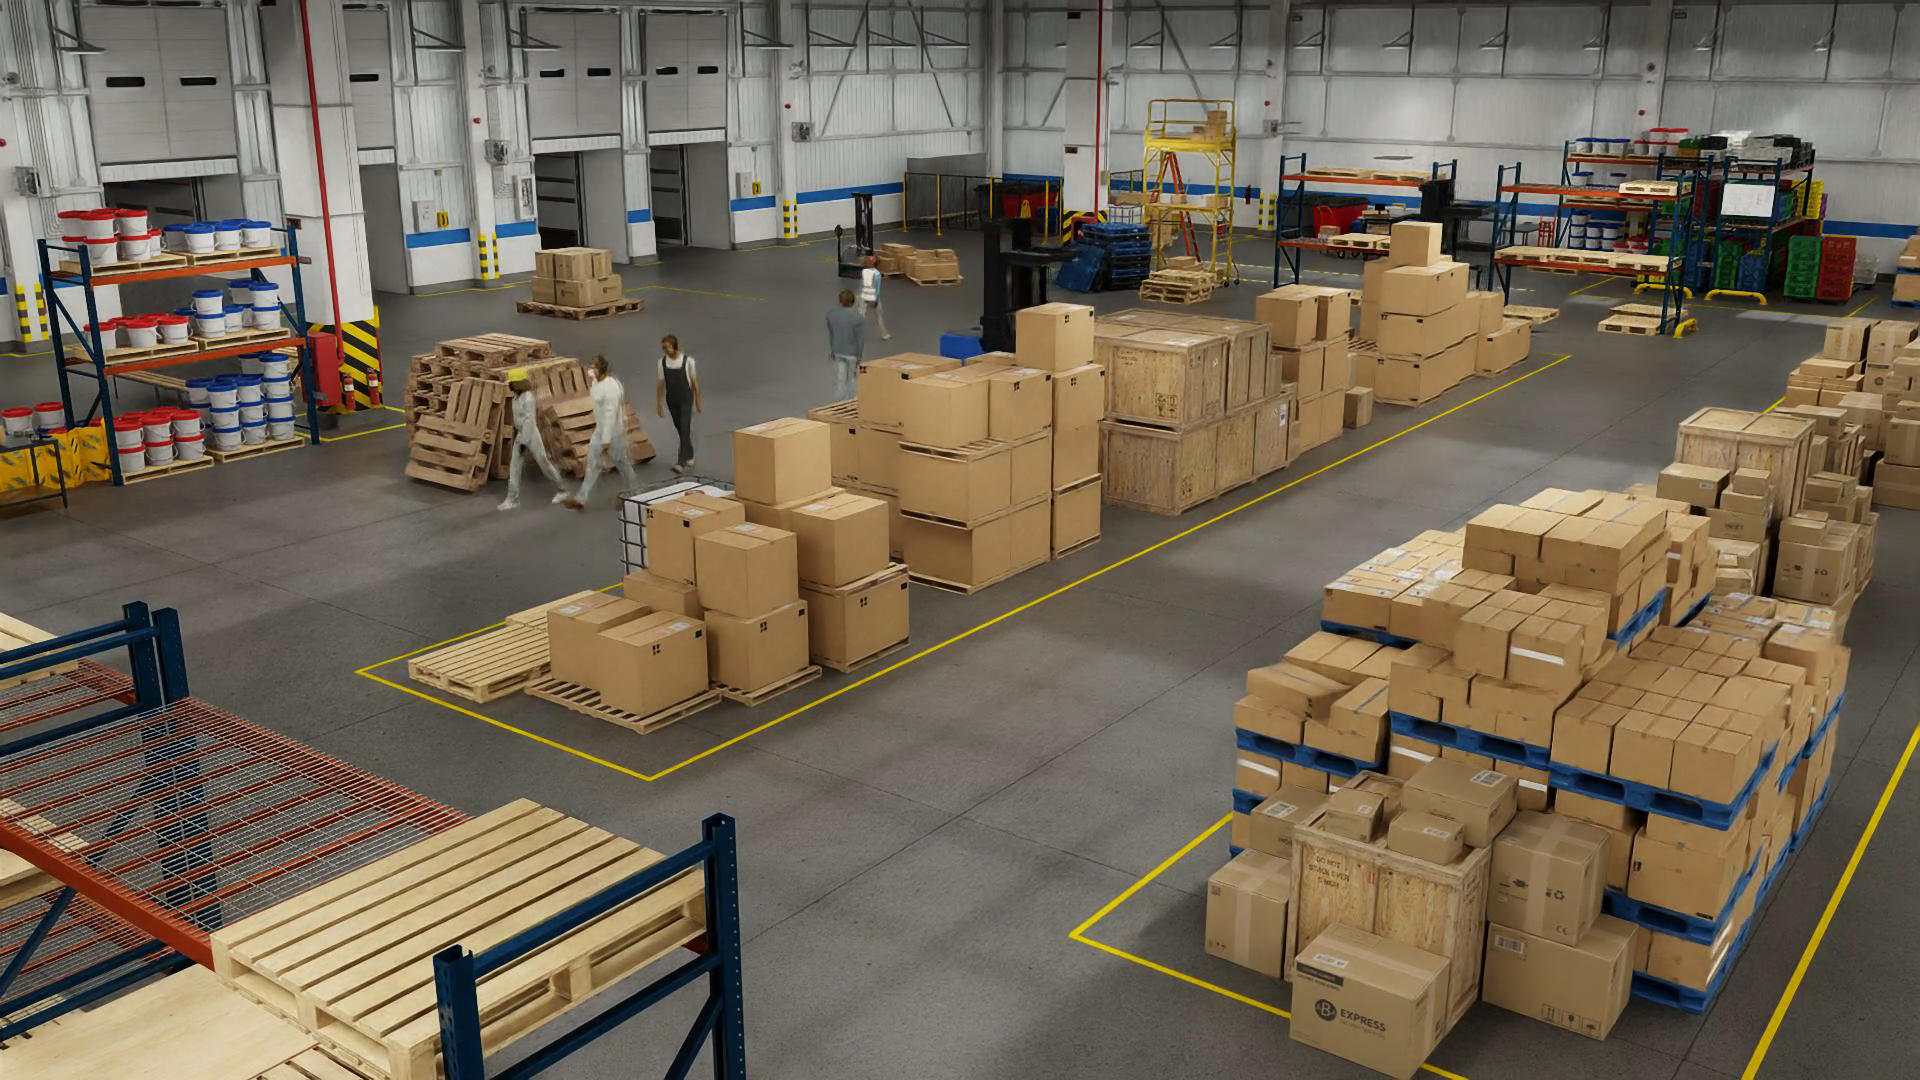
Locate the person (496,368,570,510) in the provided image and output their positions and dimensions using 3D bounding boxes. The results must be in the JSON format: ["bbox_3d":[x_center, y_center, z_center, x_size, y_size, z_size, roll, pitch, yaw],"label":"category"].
[{"bbox_3d":[-5.125,-1.231,19.867,0.887,1.697,0.493,-15,23,-41],"label":"person"}]

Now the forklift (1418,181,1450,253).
[{"bbox_3d":[8.889,-5.363,31.534,1.873,2.768,1.129,9,19,29],"label":"forklift"}]

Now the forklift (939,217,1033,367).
[{"bbox_3d":[0.690,-3.440,25.166,1.873,2.768,1.129,12,21,35],"label":"forklift"}]

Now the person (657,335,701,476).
[{"bbox_3d":[-3.639,-1.735,21.386,0.526,1.781,0.990,3,17,9],"label":"person"}]

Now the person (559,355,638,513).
[{"bbox_3d":[-4.235,-1.220,19.494,0.991,1.888,0.660,-11,20,-32],"label":"person"}]

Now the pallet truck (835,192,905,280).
[{"bbox_3d":[-1.936,-7.159,38.982,1.885,1.965,0.823,-12,21,-34],"label":"pallet truck"}]

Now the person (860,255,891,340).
[{"bbox_3d":[-1.662,-4.442,30.679,0.517,1.594,0.855,13,21,37],"label":"person"}]

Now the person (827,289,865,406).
[{"bbox_3d":[-1.640,-2.748,24.505,0.638,1.919,0.594,7,18,21],"label":"person"}]
